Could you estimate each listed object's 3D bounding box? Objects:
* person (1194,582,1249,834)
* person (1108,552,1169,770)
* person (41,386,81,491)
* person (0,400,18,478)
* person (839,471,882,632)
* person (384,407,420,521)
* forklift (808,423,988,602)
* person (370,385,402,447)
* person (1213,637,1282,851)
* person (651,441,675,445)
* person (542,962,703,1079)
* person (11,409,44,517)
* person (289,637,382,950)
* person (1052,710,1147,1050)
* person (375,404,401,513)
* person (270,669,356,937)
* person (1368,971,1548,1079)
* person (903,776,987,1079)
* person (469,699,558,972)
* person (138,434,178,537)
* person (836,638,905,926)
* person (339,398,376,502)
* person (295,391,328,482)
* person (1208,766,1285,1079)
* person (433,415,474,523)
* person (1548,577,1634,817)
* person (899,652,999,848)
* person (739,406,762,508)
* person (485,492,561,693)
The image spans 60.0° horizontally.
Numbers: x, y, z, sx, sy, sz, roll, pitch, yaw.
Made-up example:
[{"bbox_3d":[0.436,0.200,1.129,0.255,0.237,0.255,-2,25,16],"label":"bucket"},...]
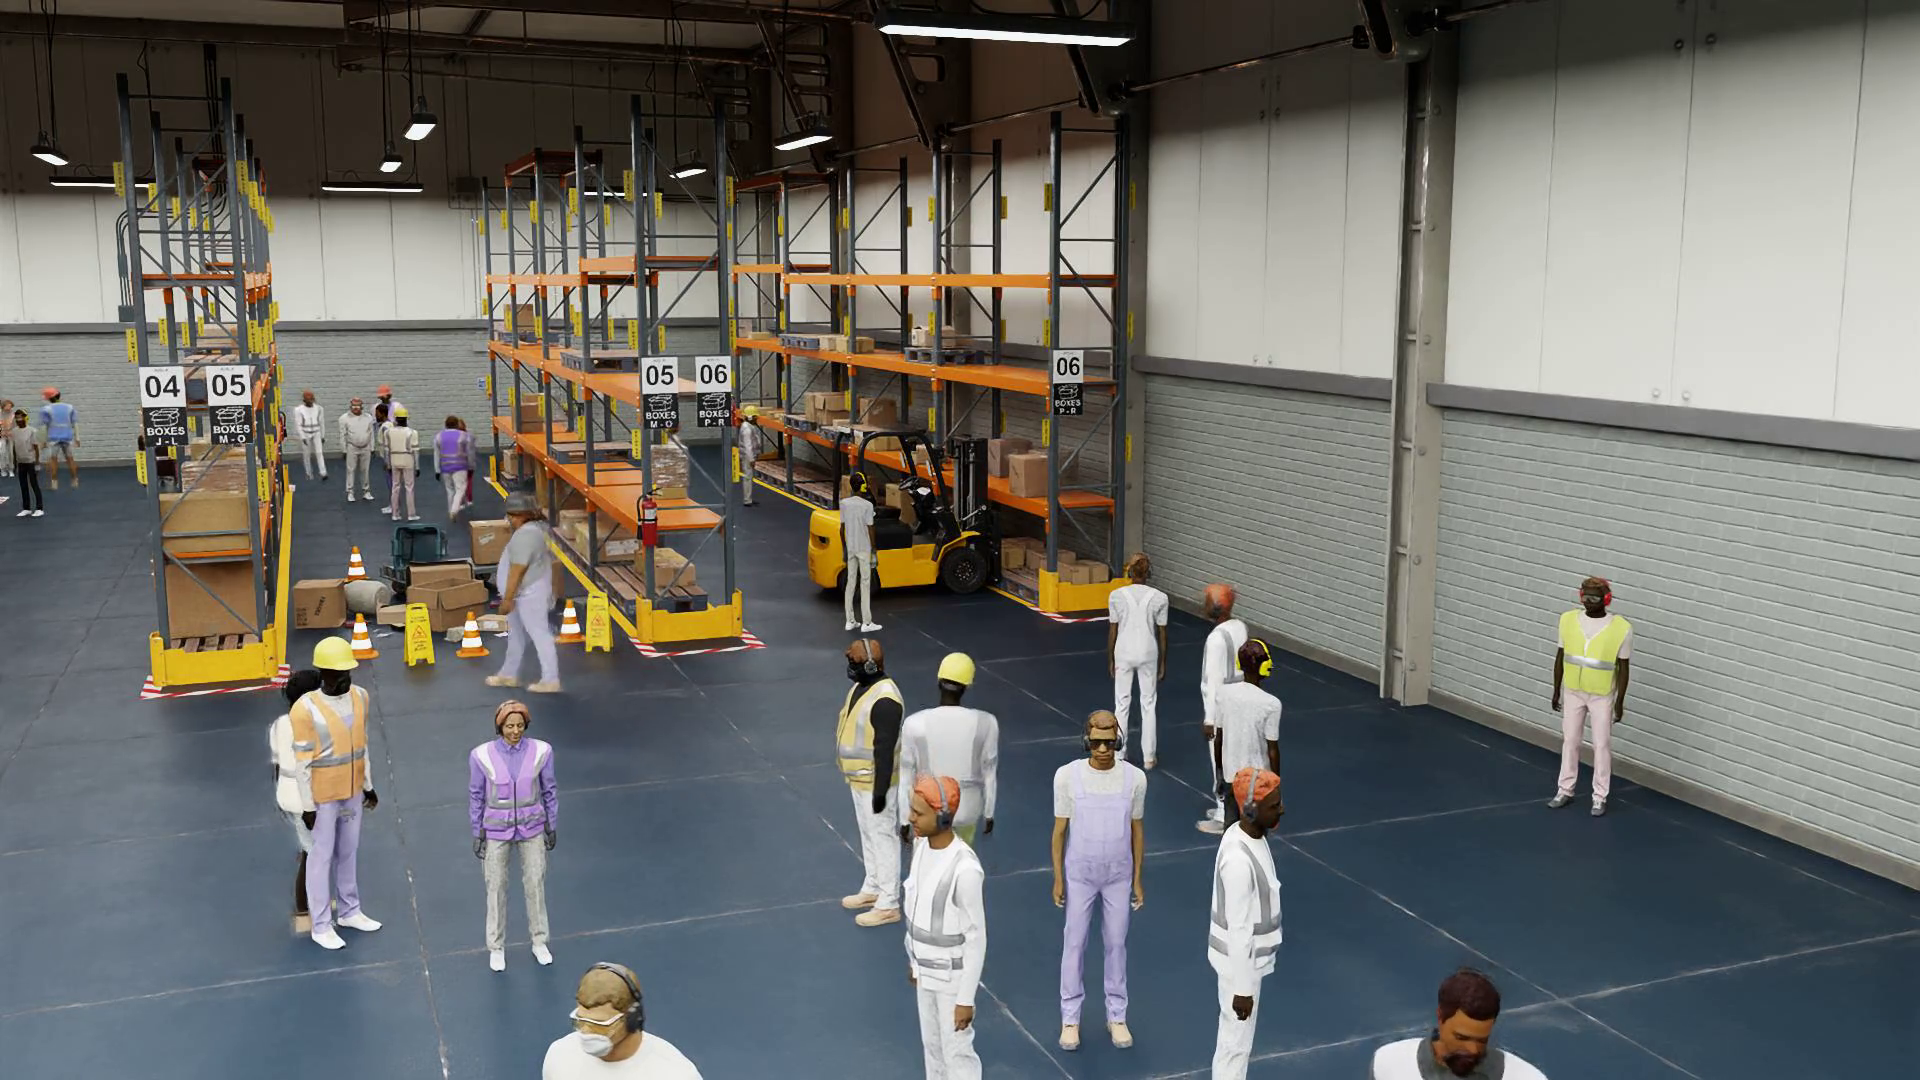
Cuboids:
[{"bbox_3d":[1.952,1.240,12.342,0.355,1.882,0.576,5,10,30],"label":"person"},{"bbox_3d":[1.486,1.013,13.932,0.501,1.839,0.341,1,9,7],"label":"person"},{"bbox_3d":[-17.303,-1.956,32.030,0.439,2.018,0.655,7,12,39],"label":"person"},{"bbox_3d":[-19.474,-2.068,34.011,0.531,1.604,0.614,-6,11,-32],"label":"person"},{"bbox_3d":[-1.160,0.135,19.331,0.510,1.872,0.328,6,11,33],"label":"person"},{"bbox_3d":[-9.379,-1.272,28.029,0.584,1.922,0.383,1,9,4],"label":"person"},{"bbox_3d":[-0.830,-0.399,21.676,2.313,2.155,1.214,-4,10,-21],"label":"forklift"},{"bbox_3d":[-11.121,-1.990,32.249,0.651,2.007,0.897,-1,9,-5],"label":"person"},{"bbox_3d":[1.823,1.539,10.541,0.508,1.861,0.331,9,12,43],"label":"person"},{"bbox_3d":[-4.822,-1.052,27.161,0.531,1.748,0.582,-4,10,-23],"label":"person"},{"bbox_3d":[-1.108,2.302,5.511,0.627,1.933,0.367,4,10,25],"label":"person"},{"bbox_3d":[-16.024,-1.320,28.538,0.502,1.862,0.324,2,9,10],"label":"person"},{"bbox_3d":[-3.849,1.540,10.307,0.386,1.928,0.589,4,10,24],"label":"person"},{"bbox_3d":[0.744,1.806,8.893,0.508,1.846,0.345,-1,9,-4],"label":"person"},{"bbox_3d":[-9.969,-1.422,29.029,0.390,1.910,0.585,-3,10,-19],"label":"person"},{"bbox_3d":[-4.022,1.633,10.483,0.550,1.681,0.545,8,12,41],"label":"person"},{"bbox_3d":[1.612,2.334,5.461,0.584,1.884,0.722,3,9,16],"label":"person"},{"bbox_3d":[-0.080,1.991,7.613,0.352,1.881,0.576,-4,10,-25],"label":"person"},{"bbox_3d":[-2.656,1.749,9.928,0.514,1.634,0.313,-4,10,-22],"label":"person"},{"bbox_3d":[-12.694,-1.061,26.363,0.607,2.033,0.424,-9,13,-44],"label":"person"},{"bbox_3d":[-0.577,1.531,10.663,0.429,1.836,0.620,-3,10,-20],"label":"person"},{"bbox_3d":[-11.041,-1.662,30.542,0.643,1.905,0.400,-8,12,-40],"label":"person"},{"bbox_3d":[-12.981,-2.067,33.311,0.567,1.822,1.031,-6,11,-33],"label":"person"},{"bbox_3d":[1.326,1.971,7.735,0.337,1.882,0.585,2,9,14],"label":"person"},{"bbox_3d":[-8.492,-1.188,27.875,0.643,1.812,0.784,0,9,1],"label":"person"},{"bbox_3d":[4.847,1.187,12.788,0.567,1.846,0.389,7,11,38],"label":"person"},{"bbox_3d":[-0.066,1.614,9.934,0.597,1.900,0.439,-1,9,-3],"label":"person"},{"bbox_3d":[-3.739,-1.481,29.651,0.403,1.829,0.593,-1,9,-5],"label":"person"},{"bbox_3d":[-4.383,0.511,16.430,0.877,2.000,0.698,-2,9,-10],"label":"person"}]
